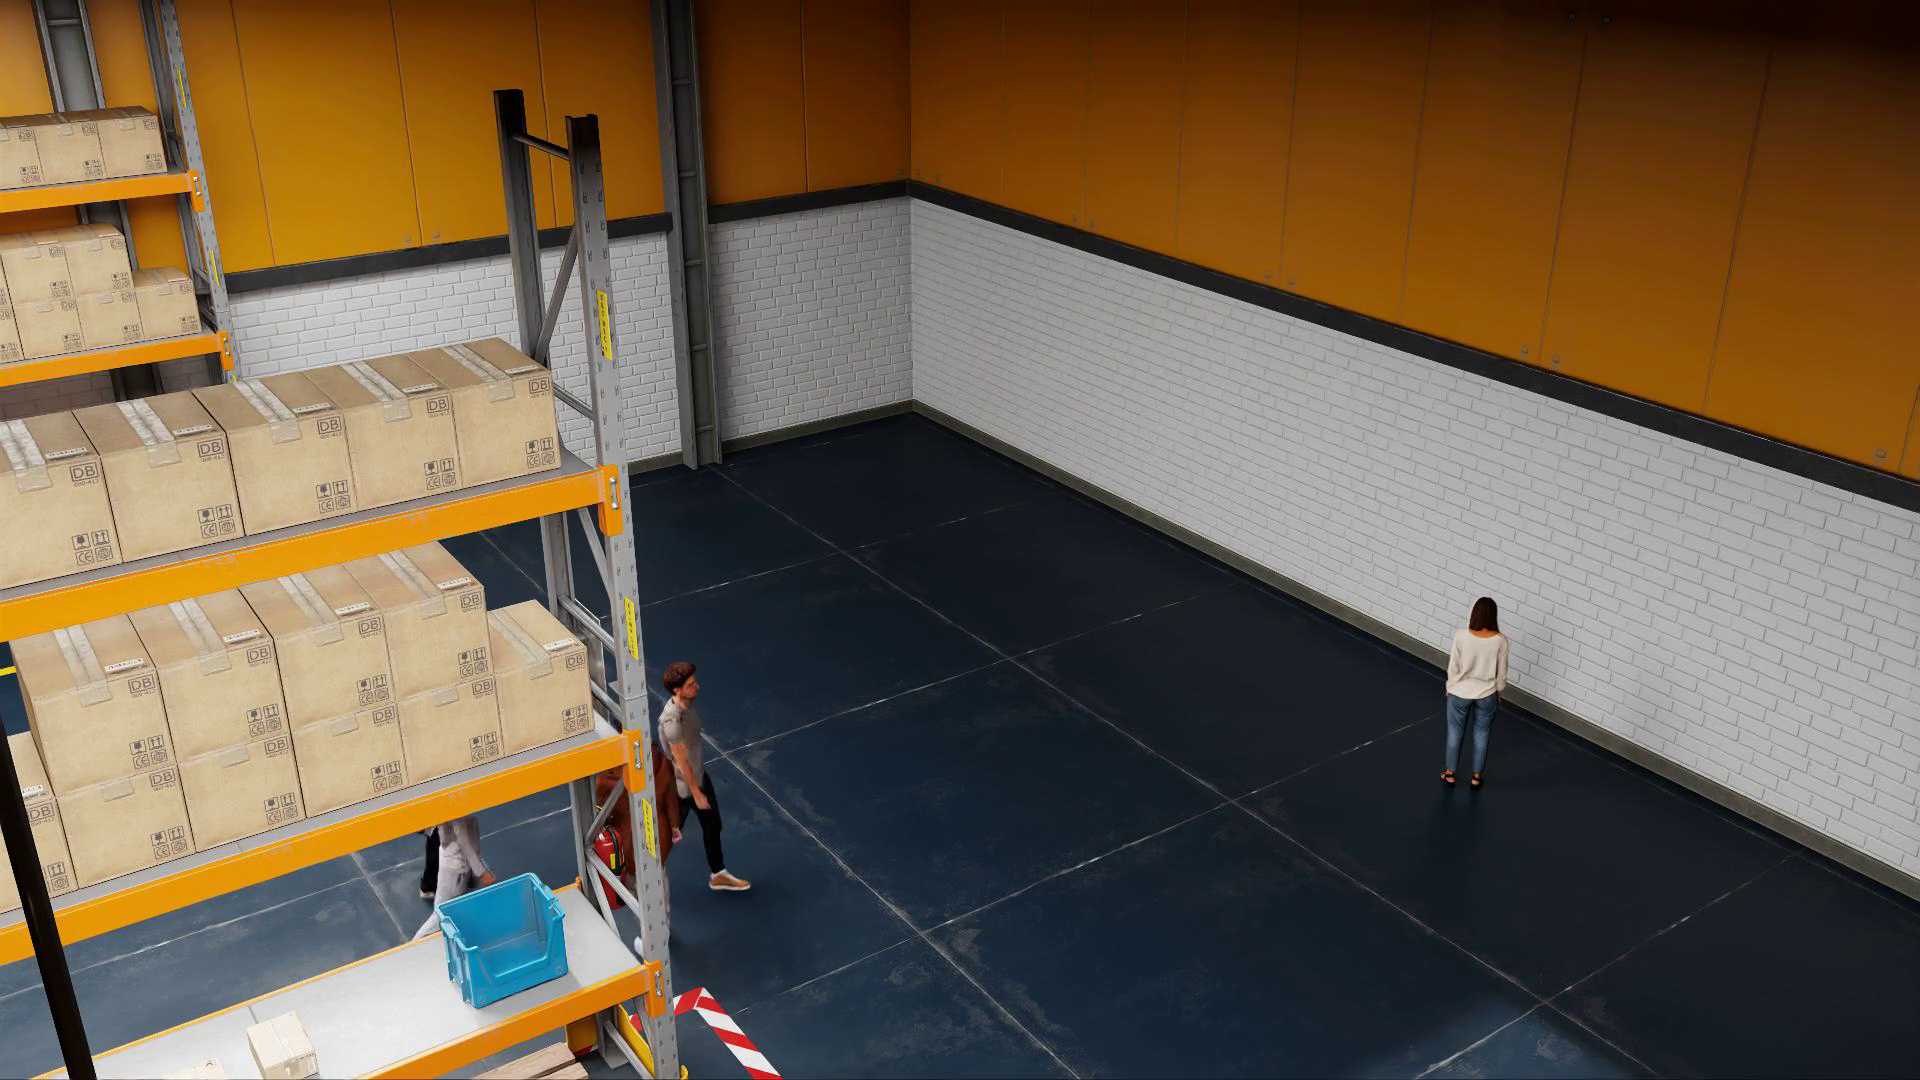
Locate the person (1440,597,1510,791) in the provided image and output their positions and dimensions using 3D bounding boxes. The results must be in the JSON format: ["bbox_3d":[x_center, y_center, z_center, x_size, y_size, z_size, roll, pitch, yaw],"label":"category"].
[{"bbox_3d":[4.087,1.218,13.227,0.696,1.683,0.736,6,24,14],"label":"person"}]

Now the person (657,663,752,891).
[{"bbox_3d":[-2.059,1.740,11.811,1.200,1.859,1.137,4,24,9],"label":"person"}]

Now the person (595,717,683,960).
[{"bbox_3d":[-2.110,2.047,11.166,0.599,1.814,0.779,-14,27,-29],"label":"person"}]
